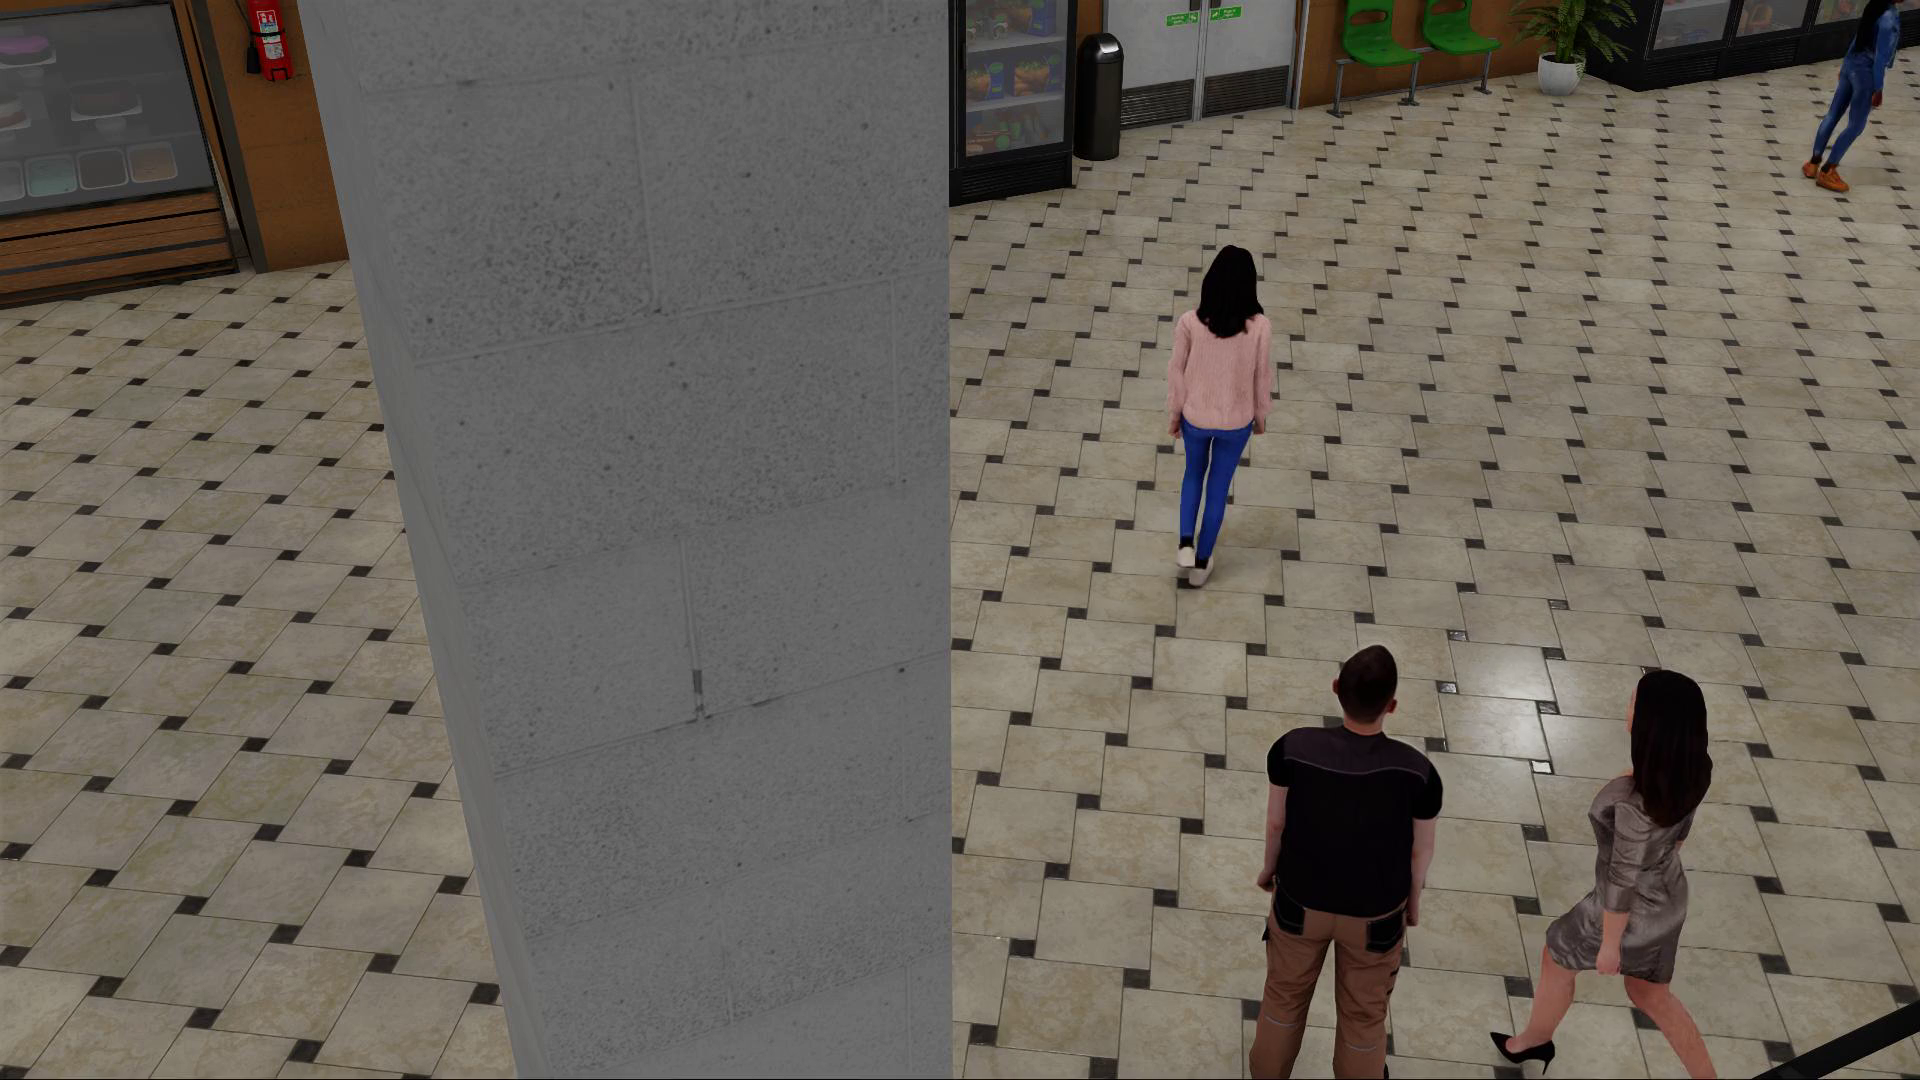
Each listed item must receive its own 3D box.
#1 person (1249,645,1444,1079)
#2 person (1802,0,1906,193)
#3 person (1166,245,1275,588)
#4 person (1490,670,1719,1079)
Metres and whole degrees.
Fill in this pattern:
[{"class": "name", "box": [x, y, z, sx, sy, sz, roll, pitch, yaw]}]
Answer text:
[{"class": "person", "box": [1.184, 1.102, 5.200, 0.763, 1.841, 0.826, 11, 34, 17]}, {"class": "person", "box": [6.915, -3.590, 12.881, 0.892, 1.694, 0.725, -3, 32, -4]}, {"class": "person", "box": [1.196, -0.518, 7.885, 0.787, 1.756, 0.848, 11, 33, 16]}, {"class": "person", "box": [2.150, 1.212, 5.147, 0.786, 1.711, 1.171, -22, 38, -31]}]
